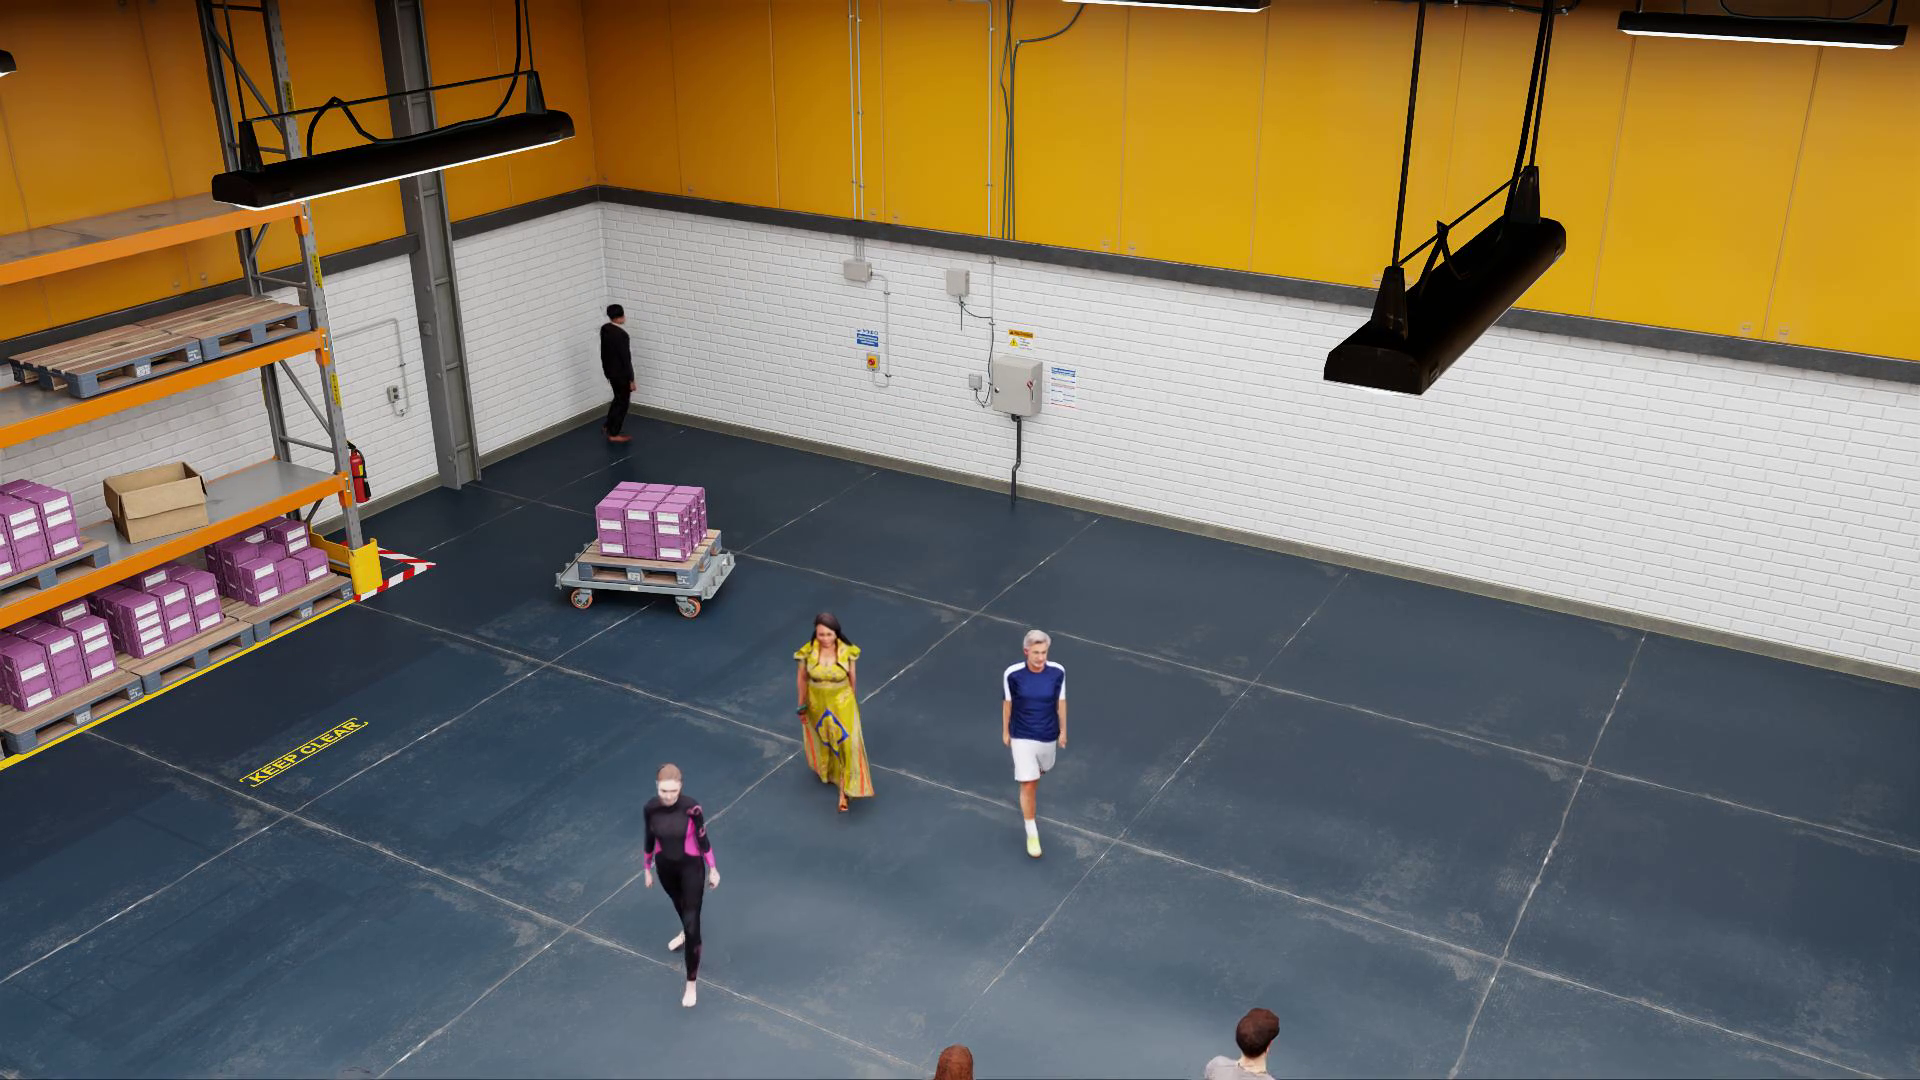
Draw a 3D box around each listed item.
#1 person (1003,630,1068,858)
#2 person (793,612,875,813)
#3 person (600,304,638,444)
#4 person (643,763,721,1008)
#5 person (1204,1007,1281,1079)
[{"bbox_3d":[0.555,1.473,12.923,1.120,1.801,1.239,-5,24,-11],"label":"person"},{"bbox_3d":[-1.071,1.306,13.536,1.164,1.617,1.298,-2,24,-5],"label":"person"},{"bbox_3d":[-4.346,-2.096,21.047,0.886,1.835,0.786,18,29,35],"label":"person"},{"bbox_3d":[-1.887,2.228,11.338,0.942,1.686,1.213,6,24,13],"label":"person"},{"bbox_3d":[1.424,3.304,8.640,0.766,1.877,1.198,16,28,31],"label":"person"}]
